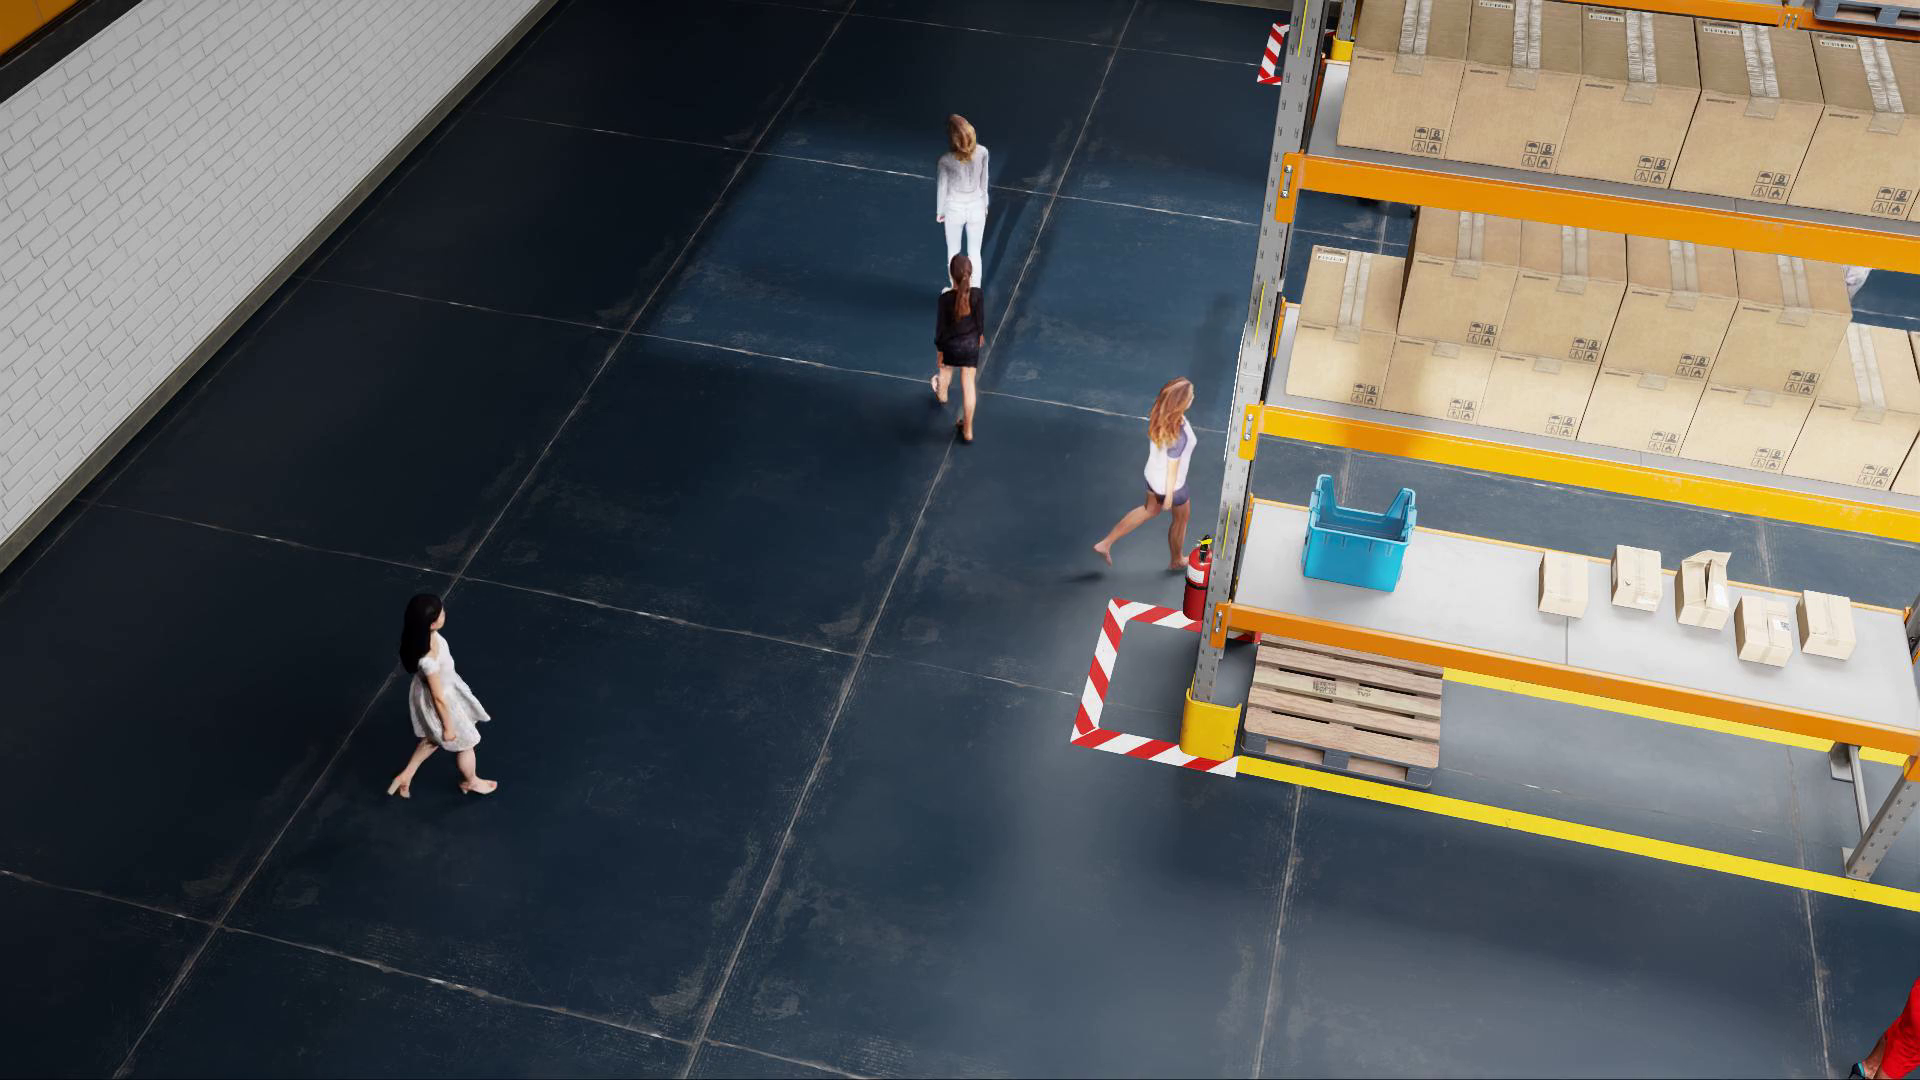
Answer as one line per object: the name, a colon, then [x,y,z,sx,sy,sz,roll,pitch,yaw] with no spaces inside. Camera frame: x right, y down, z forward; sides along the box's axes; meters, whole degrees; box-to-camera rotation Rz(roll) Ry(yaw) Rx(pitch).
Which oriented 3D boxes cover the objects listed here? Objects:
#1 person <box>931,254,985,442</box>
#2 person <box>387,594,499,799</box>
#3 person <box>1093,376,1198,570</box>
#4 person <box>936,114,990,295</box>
person: [0.019,-1.416,12.469,0.985,1.530,0.925,-11,45,-11]
person: [-3.116,1.009,9.758,1.030,1.758,0.956,-20,47,-20]
person: [1.312,-0.408,11.284,1.104,1.706,0.924,-10,44,-10]
person: [0.027,-2.682,13.598,0.736,1.806,0.802,-4,44,-5]
